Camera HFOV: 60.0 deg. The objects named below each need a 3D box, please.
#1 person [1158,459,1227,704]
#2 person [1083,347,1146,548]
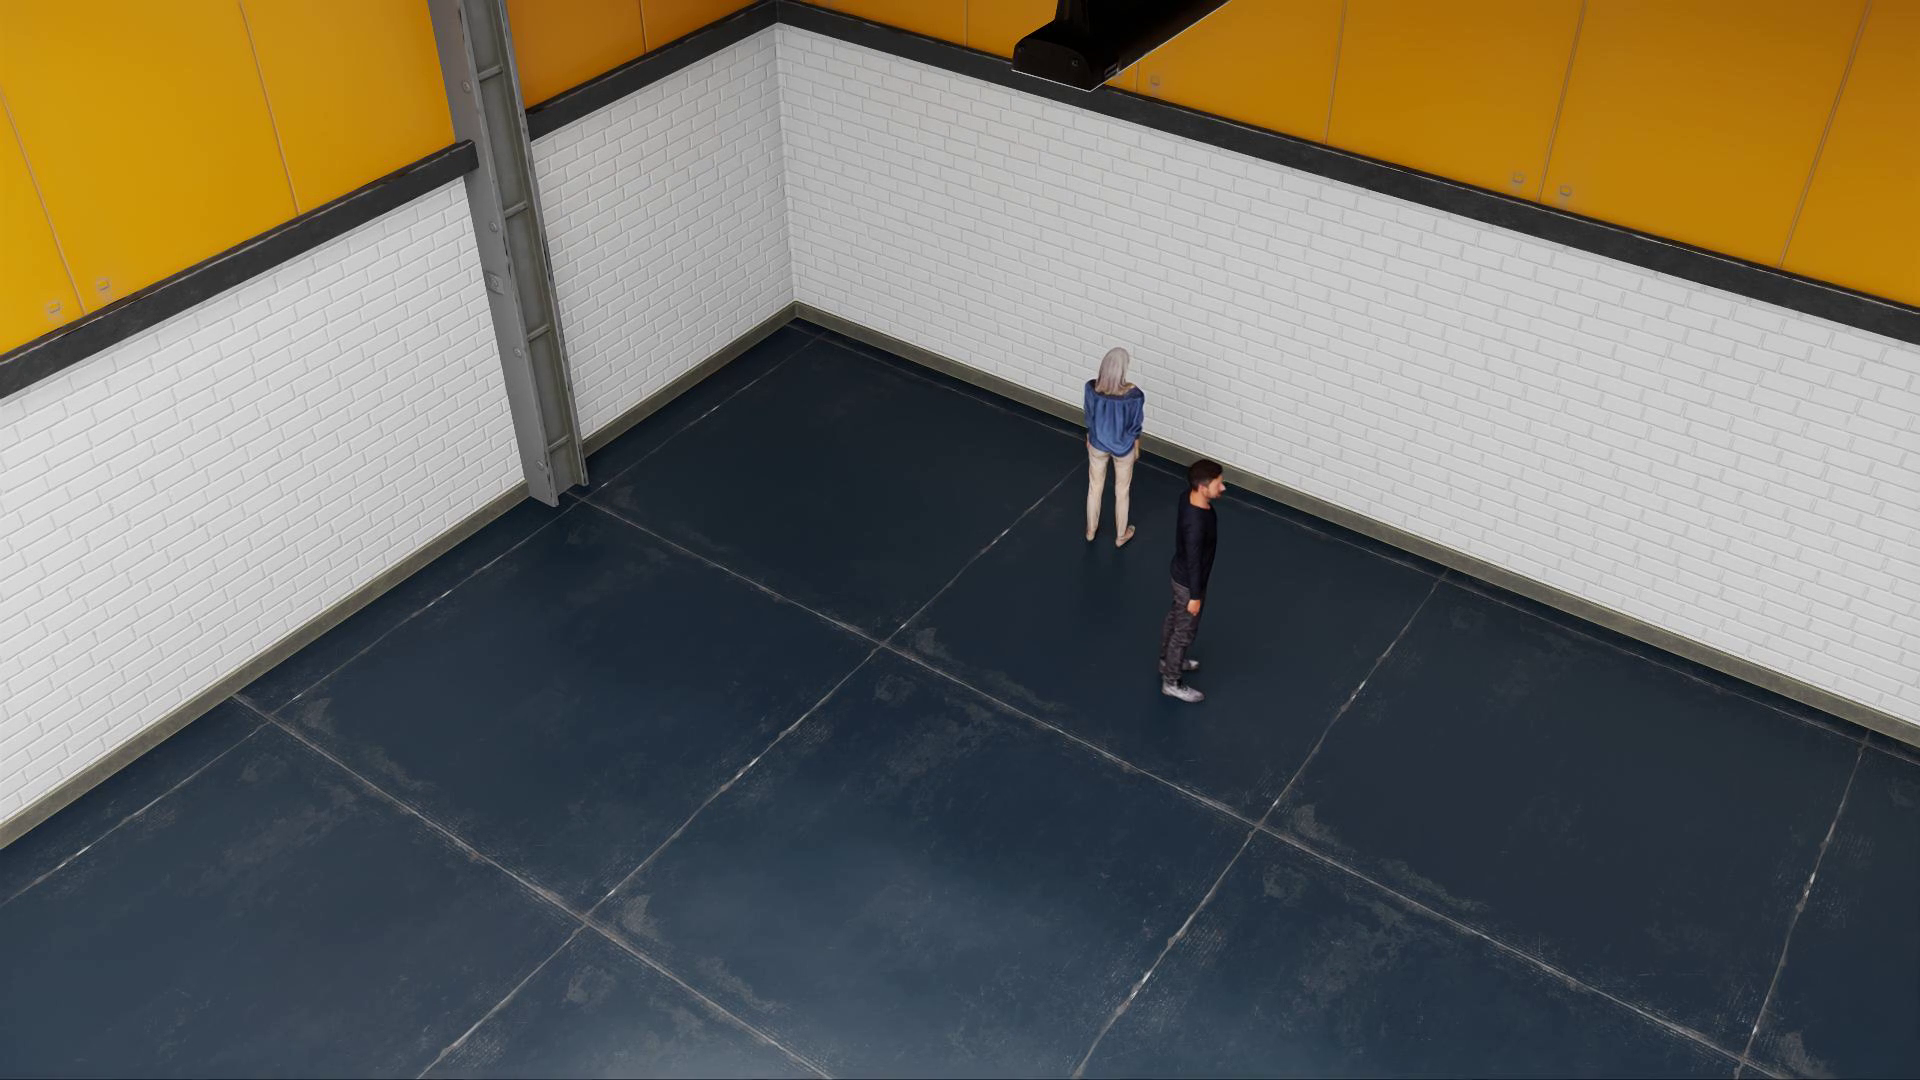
[{"bbox_3d":[1.525,0.249,11.072,0.778,1.866,0.664,2,39,2],"label":"person"},{"bbox_3d":[1.131,-0.693,12.387,0.671,1.697,0.653,12,40,15],"label":"person"}]
